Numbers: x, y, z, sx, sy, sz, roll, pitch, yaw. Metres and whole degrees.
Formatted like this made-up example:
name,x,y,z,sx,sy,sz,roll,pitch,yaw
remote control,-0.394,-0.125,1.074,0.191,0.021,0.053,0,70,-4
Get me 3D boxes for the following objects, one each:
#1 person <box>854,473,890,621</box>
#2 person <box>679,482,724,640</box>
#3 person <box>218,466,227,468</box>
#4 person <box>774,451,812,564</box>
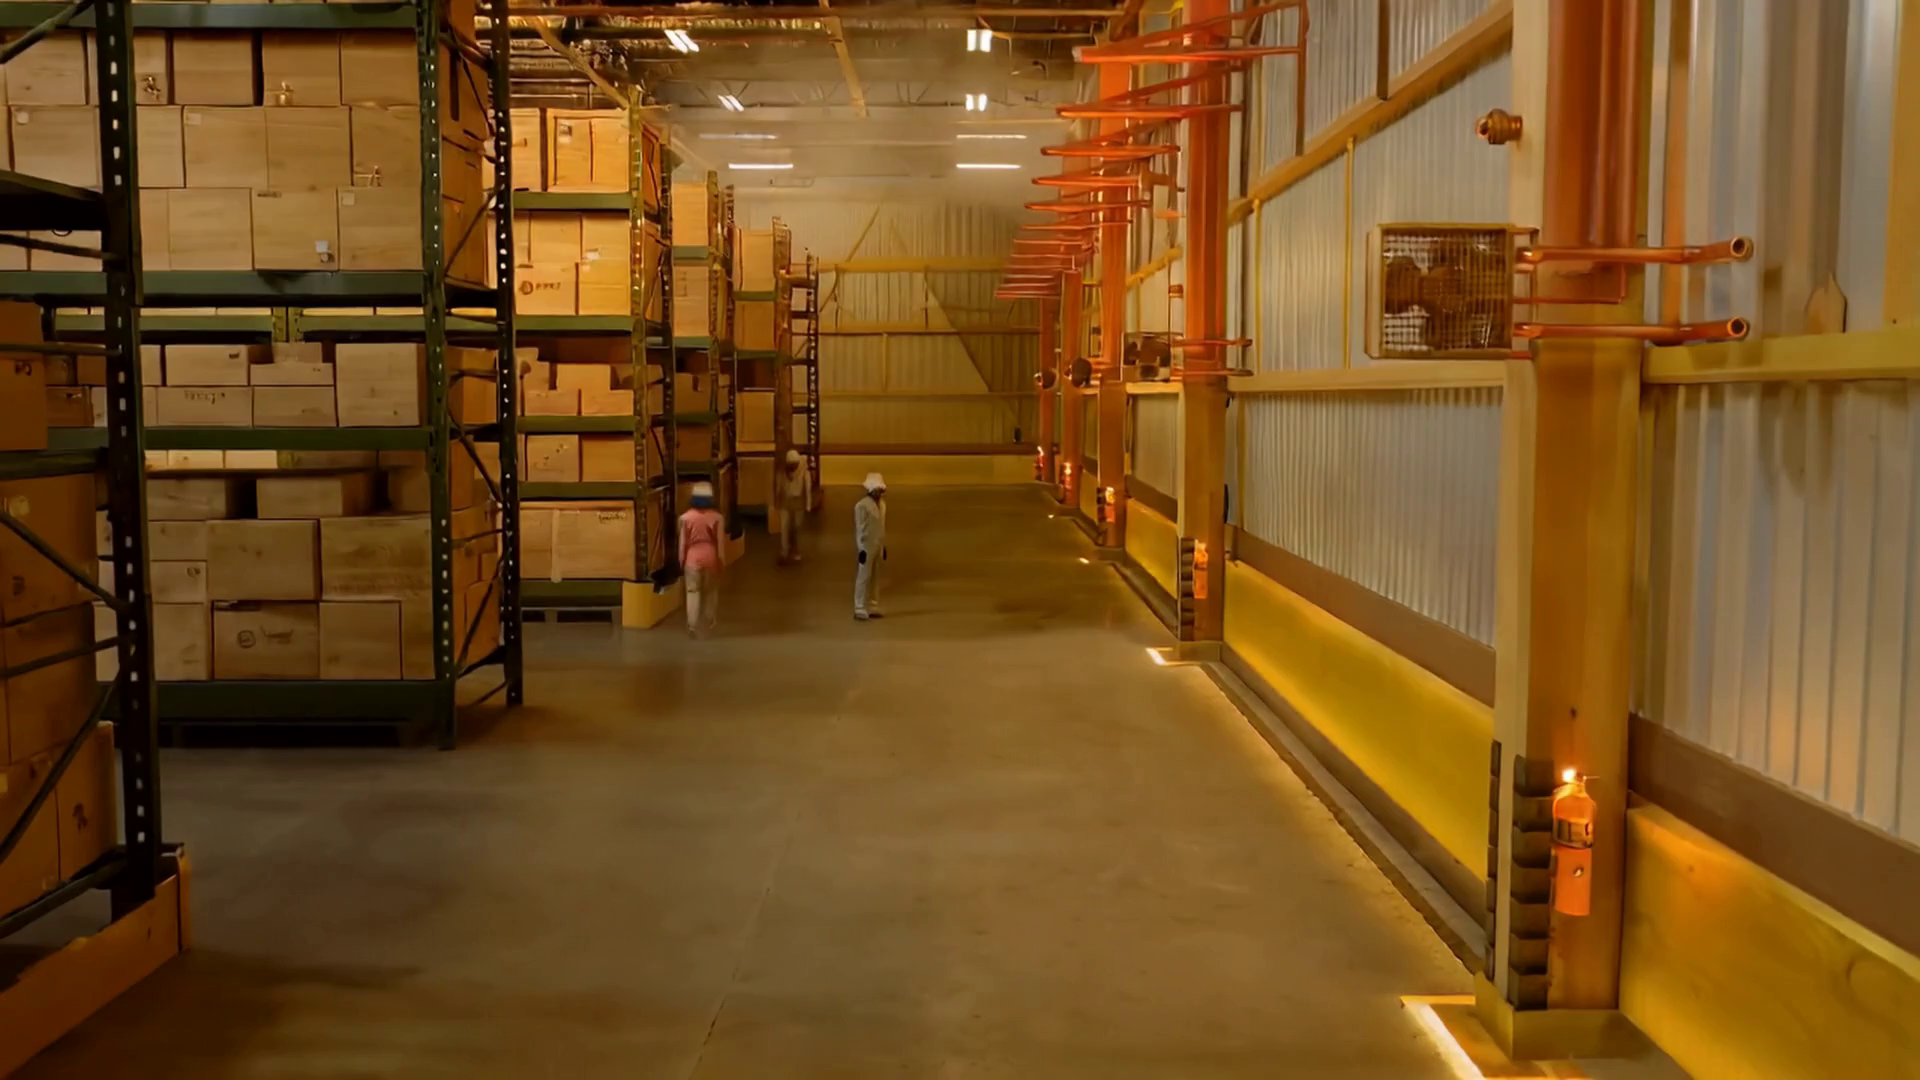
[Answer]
name,x,y,z,sx,sy,sz,roll,pitch,yaw
person,-1.013,0.080,19.543,0.353,1.742,0.563,3,6,31
person,-2.812,0.222,18.074,0.495,1.713,0.837,0,5,-1
person,-7.226,0.250,16.368,0.616,1.946,0.392,-3,6,-35
person,-2.645,-0.511,26.258,0.610,1.773,0.941,0,5,3
